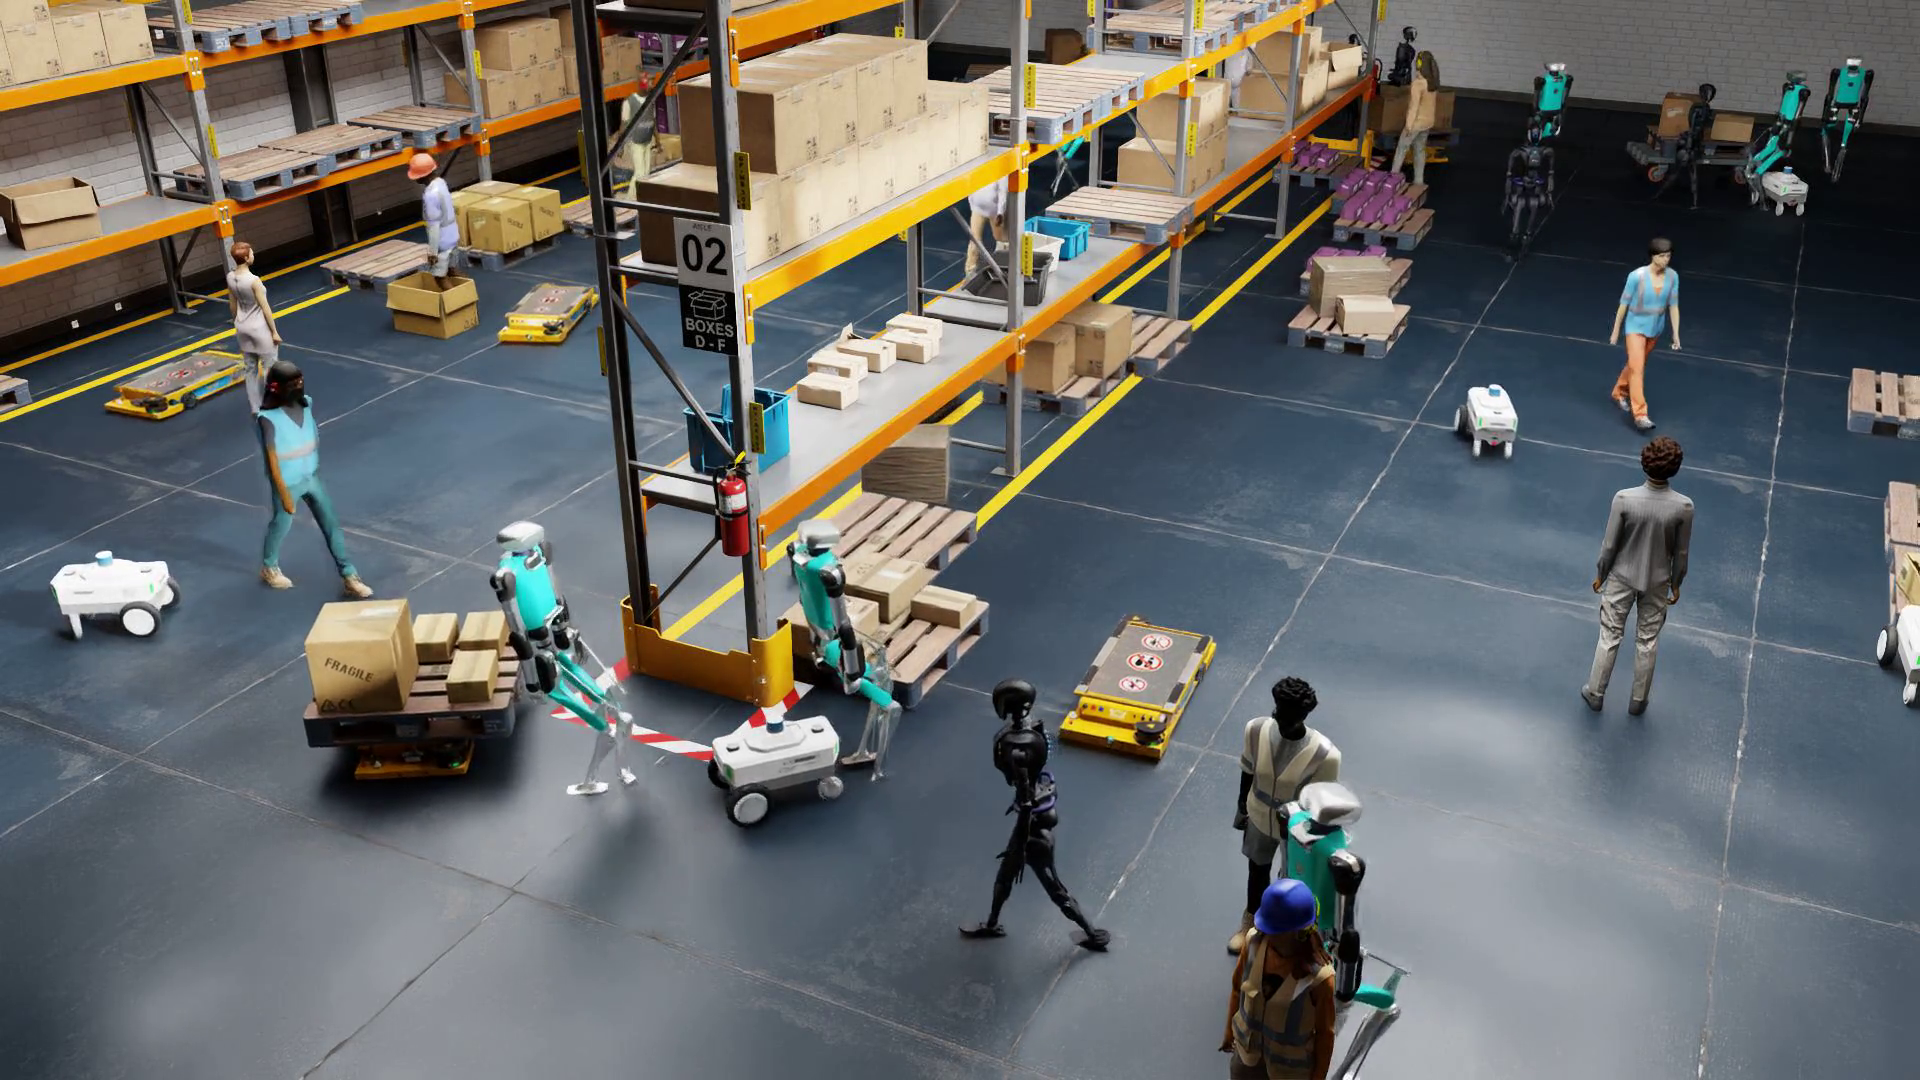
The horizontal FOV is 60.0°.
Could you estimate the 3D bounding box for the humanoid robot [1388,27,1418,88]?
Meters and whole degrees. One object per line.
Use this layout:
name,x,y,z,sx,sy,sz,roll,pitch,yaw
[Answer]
humanoid robot,6.628,-6.939,25.233,0.423,1.648,0.589,-4,27,-8

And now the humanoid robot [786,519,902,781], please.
humanoid robot,-0.593,0.665,9.838,0.776,1.820,0.531,-16,30,-29

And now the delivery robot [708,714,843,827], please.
delivery robot,-1.097,1.311,9.814,0.798,0.601,0.499,-10,28,-20

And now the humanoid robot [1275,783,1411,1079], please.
humanoid robot,1.751,1.831,7.436,0.765,1.798,0.546,-11,28,-20

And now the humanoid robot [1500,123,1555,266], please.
humanoid robot,6.585,-3.988,19.249,0.611,1.652,0.368,0,26,1

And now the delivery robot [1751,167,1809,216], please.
delivery robot,10.725,-4.561,21.690,0.499,0.614,0.791,0,26,0

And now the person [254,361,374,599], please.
person,-4.785,-0.434,11.928,0.998,1.815,0.515,13,29,24

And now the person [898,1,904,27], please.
person,-0.920,-9.485,30.174,0.365,1.836,0.513,17,31,31

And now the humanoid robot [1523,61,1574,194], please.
humanoid robot,7.788,-5.582,22.420,0.540,1.783,0.872,-6,27,-11

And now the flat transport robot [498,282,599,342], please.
flat transport robot,-4.357,-2.418,17.663,0.659,0.231,1.431,2,26,5

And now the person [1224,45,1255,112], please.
person,3.944,-6.522,24.142,0.647,1.887,0.658,13,29,24

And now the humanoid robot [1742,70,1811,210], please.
humanoid robot,10.476,-5.161,21.557,0.731,1.783,0.546,-1,26,-2

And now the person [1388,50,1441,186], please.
person,6.119,-5.628,22.361,0.564,1.858,0.539,-20,33,-35

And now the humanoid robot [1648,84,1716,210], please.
humanoid robot,9.441,-5.089,21.551,0.788,1.622,0.589,19,32,33

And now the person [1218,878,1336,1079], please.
person,1.280,2.116,6.801,0.481,1.777,0.315,23,34,38

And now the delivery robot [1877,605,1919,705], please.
delivery robot,6.417,0.728,10.983,0.499,0.592,0.774,9,28,17

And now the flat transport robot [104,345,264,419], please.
flat transport robot,-7.332,-1.506,15.819,0.659,0.231,1.431,10,28,20

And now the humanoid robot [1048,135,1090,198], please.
humanoid robot,1.420,-5.446,22.174,0.907,1.809,0.560,-23,34,-38

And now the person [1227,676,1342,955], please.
person,1.614,1.414,8.322,0.535,1.691,0.319,19,32,33

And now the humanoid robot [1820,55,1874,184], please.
humanoid robot,12.138,-5.831,22.907,0.544,1.738,0.965,11,28,21

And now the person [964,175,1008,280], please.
person,0.316,-3.759,18.741,0.555,1.710,0.886,13,29,25

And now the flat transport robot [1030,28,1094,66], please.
flat transport robot,2.015,-8.004,28.947,1.431,0.231,0.659,21,33,36

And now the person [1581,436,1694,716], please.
person,4.270,0.243,10.449,0.532,1.901,0.395,7,27,14

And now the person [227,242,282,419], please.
person,-6.335,-1.872,14.987,0.458,1.660,0.274,11,28,21

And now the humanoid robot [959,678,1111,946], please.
humanoid robot,0.397,1.403,8.438,0.801,1.620,0.600,1,26,2

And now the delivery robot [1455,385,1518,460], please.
delivery robot,4.664,-1.071,14.623,0.499,0.598,0.802,4,27,7

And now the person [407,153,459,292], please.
person,-5.380,-3.118,17.268,0.367,1.881,0.736,0,26,0

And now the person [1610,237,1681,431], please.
person,6.171,-1.869,14.925,0.512,1.710,0.964,-4,27,-8

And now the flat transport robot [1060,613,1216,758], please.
flat transport robot,1.191,0.931,10.897,0.659,0.231,1.431,10,28,19

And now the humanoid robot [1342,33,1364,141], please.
humanoid robot,5.794,-6.638,24.588,0.351,1.650,0.597,20,33,35

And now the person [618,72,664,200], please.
person,-4.094,-5.069,21.282,0.482,1.806,0.586,12,29,22

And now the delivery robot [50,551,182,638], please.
delivery robot,-5.945,0.363,11.707,0.750,0.580,0.518,-2,26,-4

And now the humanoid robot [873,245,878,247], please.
humanoid robot,-0.970,-4.376,20.076,0.774,1.622,0.608,-22,34,-37

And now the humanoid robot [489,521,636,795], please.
humanoid robot,-2.201,0.742,9.636,0.823,1.765,0.552,7,27,14

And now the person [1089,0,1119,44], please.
person,2.522,-9.046,29.178,0.547,1.929,0.408,15,30,28

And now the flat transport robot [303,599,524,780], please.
flat transport robot,-3.387,1.058,10.640,0.659,0.231,1.431,-3,26,-5

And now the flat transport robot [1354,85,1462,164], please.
flat transport robot,6.543,-5.778,24.449,0.659,0.231,1.431,-6,27,-12
